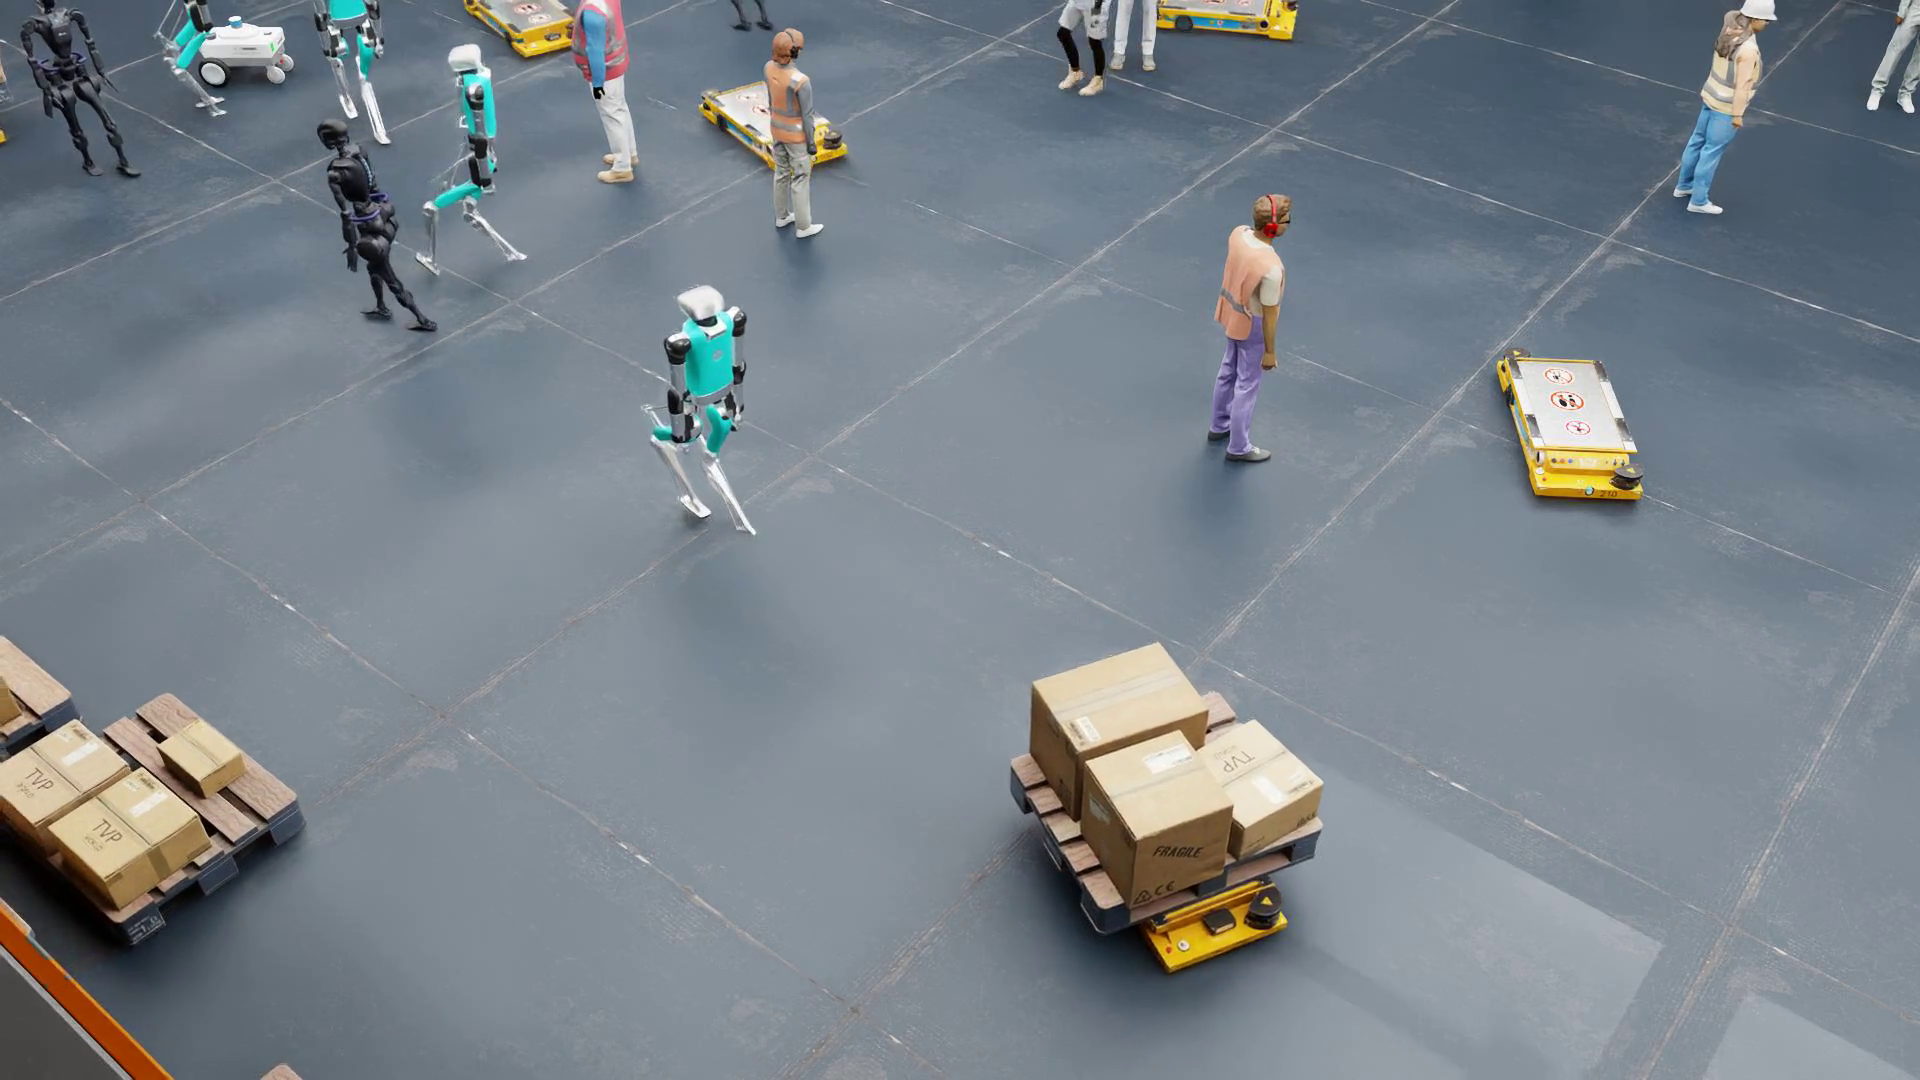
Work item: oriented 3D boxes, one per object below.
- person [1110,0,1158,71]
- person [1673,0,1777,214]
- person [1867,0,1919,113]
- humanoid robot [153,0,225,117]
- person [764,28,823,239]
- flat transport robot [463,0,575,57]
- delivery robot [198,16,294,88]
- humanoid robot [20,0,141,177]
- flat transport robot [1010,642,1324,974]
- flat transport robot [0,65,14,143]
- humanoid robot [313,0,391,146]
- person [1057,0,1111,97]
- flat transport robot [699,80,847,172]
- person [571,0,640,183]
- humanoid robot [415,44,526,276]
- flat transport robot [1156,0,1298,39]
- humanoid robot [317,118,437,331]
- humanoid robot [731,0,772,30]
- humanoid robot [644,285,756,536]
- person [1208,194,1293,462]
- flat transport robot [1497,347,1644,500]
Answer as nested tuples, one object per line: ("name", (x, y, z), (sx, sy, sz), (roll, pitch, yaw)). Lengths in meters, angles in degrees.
("person", (1.629, -5.137, 14.876), (0.573, 1.883, 0.355), (4, 41, 4))
("person", (5.939, -3.396, 12.948), (0.372, 1.726, 0.485), (-2, 40, -2))
("person", (8.289, -4.503, 14.236), (0.491, 1.742, 0.321), (7, 41, 8))
("humanoid robot", (-6.640, -4.447, 14.172), (0.703, 1.769, 0.546), (-21, 45, -23))
("person", (-1.279, -3.084, 12.654), (0.316, 1.629, 0.506), (-29, 48, -30))
("flat transport robot", (-4.188, -5.034, 16.000), (0.659, 0.231, 1.431), (-25, 46, -27))
("delivery robot", (-6.520, -4.436, 15.091), (0.808, 0.614, 0.499), (0, 40, 0))
("humanoid robot", (-7.094, -3.669, 13.312), (0.535, 1.642, 0.602), (28, 48, 29))
("flat transport robot", (0.987, 1.474, 8.344), (0.659, 0.231, 1.431), (-16, 43, -18))
("flat transport robot", (-8.909, -3.579, 14.288), (1.431, 0.231, 0.659), (26, 47, 28))
("humanoid robot", (-5.185, -4.267, 14.002), (0.533, 1.771, 1.018), (-24, 46, -25))
("person", (1.085, -4.660, 14.464), (0.508, 1.677, 0.550), (-21, 45, -23))
("flat transport robot", (-1.623, -3.573, 14.282), (0.659, 0.231, 1.431), (-24, 46, -26))
("person", (-2.861, -3.772, 13.314), (0.431, 1.835, 0.628), (0, 40, 0))
("humanoid robot", (-3.775, -2.736, 12.181), (0.950, 1.775, 0.537), (-7, 41, -8))
("flat transport robot", (2.529, -5.124, 16.106), (1.431, 0.231, 0.659), (9, 41, 10))
("humanoid robot", (-4.105, -2.181, 11.576), (0.630, 1.634, 0.586), (4, 41, 4))
("humanoid robot", (-2.036, -5.605, 15.589), (0.379, 1.648, 0.602), (28, 48, 29))
("humanoid robot", (-1.582, -0.771, 9.869), (0.895, 1.775, 0.542), (33, 50, 32))
("person", (1.799, -1.320, 10.414), (0.373, 1.842, 0.568), (-12, 42, -14))
("flat transport robot", (4.017, -0.785, 11.001), (0.659, 0.231, 1.431), (3, 40, 3))
